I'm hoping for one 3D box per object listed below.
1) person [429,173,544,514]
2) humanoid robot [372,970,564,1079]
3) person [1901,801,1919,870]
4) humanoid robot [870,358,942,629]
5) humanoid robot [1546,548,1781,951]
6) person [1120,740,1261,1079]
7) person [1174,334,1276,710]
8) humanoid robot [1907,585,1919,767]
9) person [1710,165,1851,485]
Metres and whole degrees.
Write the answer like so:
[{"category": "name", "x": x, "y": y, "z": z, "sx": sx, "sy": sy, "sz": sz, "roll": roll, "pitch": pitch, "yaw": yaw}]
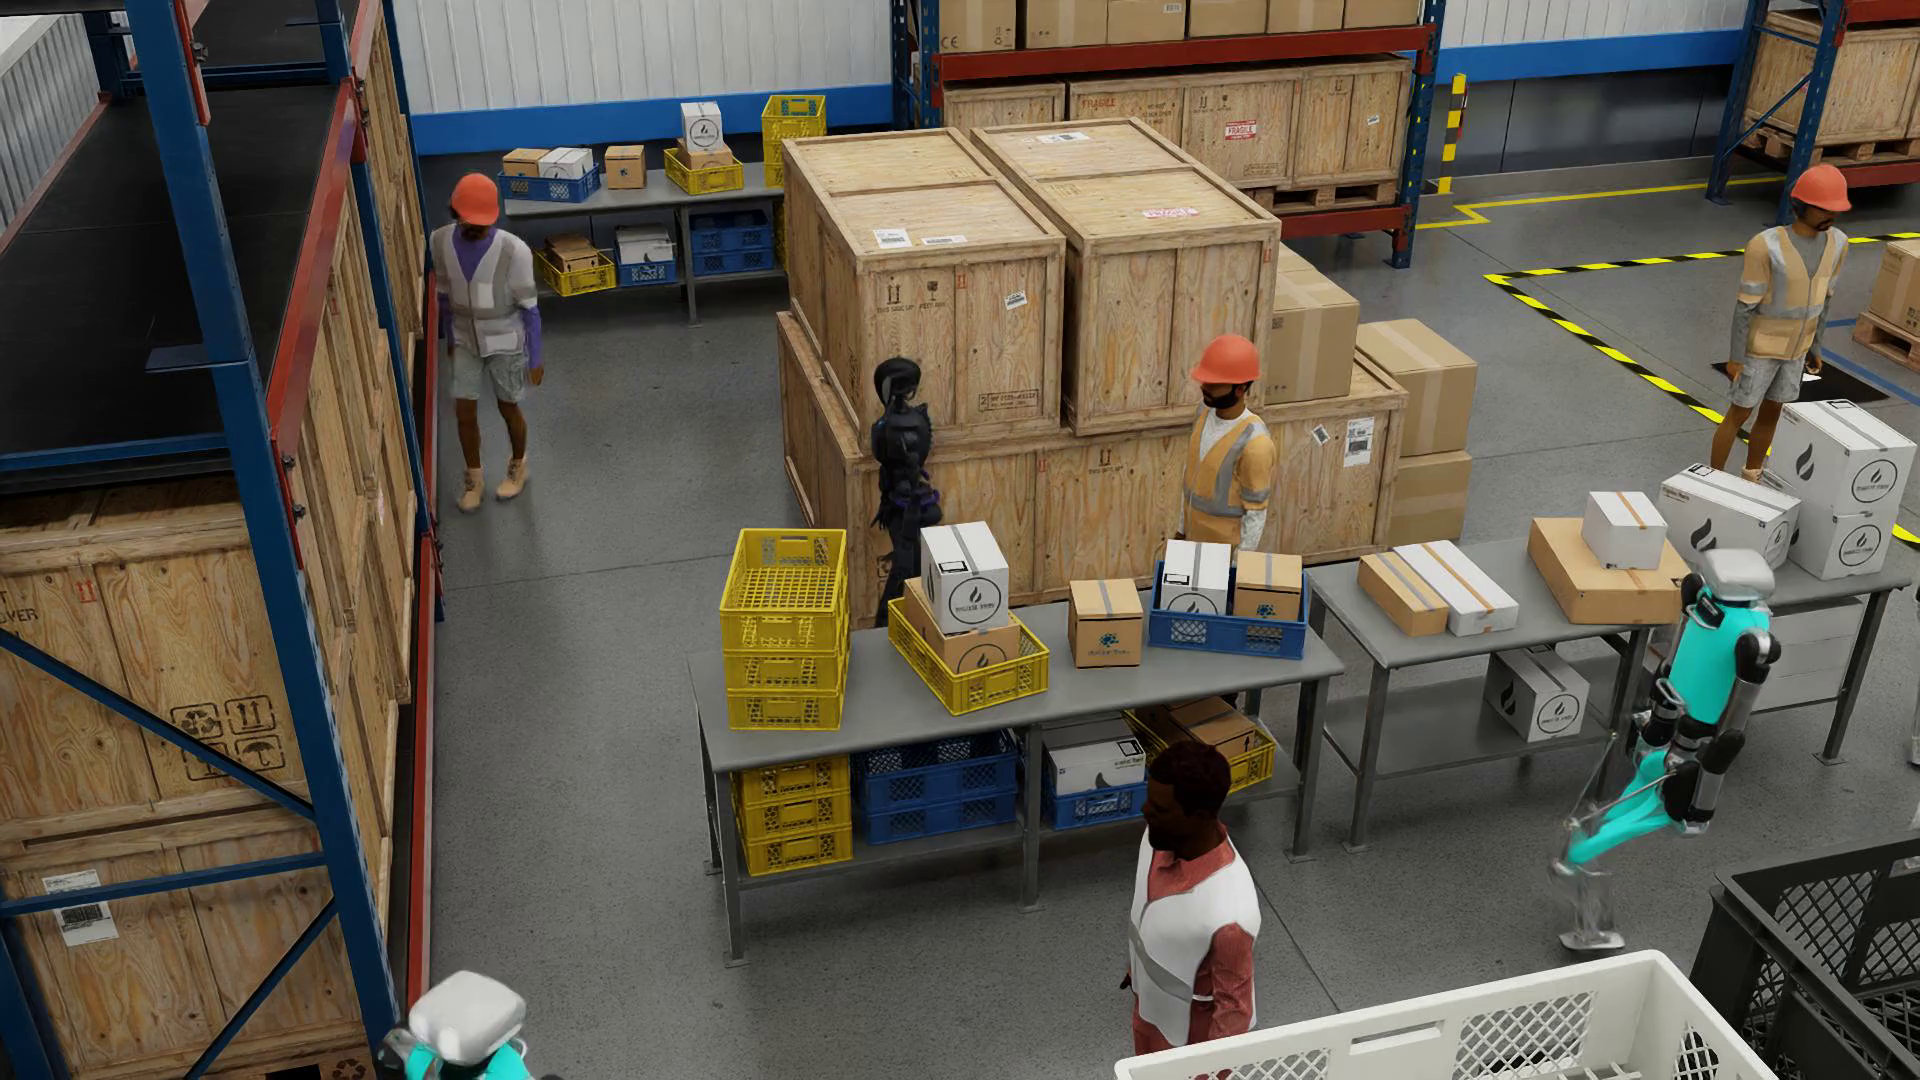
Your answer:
[{"category": "person", "x": -2.622, "y": -1.081, "z": 9.283, "sx": 0.650, "sy": 1.999, "sz": 0.660, "roll": 5, "pitch": 29, "yaw": 9}, {"category": "humanoid robot", "x": -1.066, "y": 1.719, "z": 4.464, "sx": 0.552, "sy": 1.758, "sz": 0.770, "roll": 12, "pitch": 31, "yaw": 20}, {"category": "person", "x": 4.031, "y": 0.635, "z": 6.334, "sx": 0.429, "sy": 1.844, "sz": 0.621, "roll": -20, "pitch": 34, "yaw": -31}, {"category": "humanoid robot", "x": -0.321, "y": -0.096, "z": 7.839, "sx": 0.634, "sy": 1.637, "sz": 0.591, "roll": -8, "pitch": 30, "yaw": -14}, {"category": "humanoid robot", "x": 2.412, "y": 0.873, "z": 6.068, "sx": 0.748, "sy": 1.831, "sz": 0.535, "roll": -1, "pitch": 29, "yaw": -3}, {"category": "person", "x": 0.651, "y": 1.389, "z": 4.886, "sx": 0.379, "sy": 1.917, "sz": 0.596, "roll": -7, "pitch": 30, "yaw": -13}, {"category": "person", "x": 1.129, "y": -0.007, "z": 7.397, "sx": 0.348, "sy": 1.942, "sz": 0.544, "roll": -13, "pitch": 31, "yaw": -22}, {"category": "humanoid robot", "x": 4.449, "y": 0.241, "z": 7.201, "sx": 0.545, "sy": 1.842, "sz": 0.656, "roll": 17, "pitch": 33, "yaw": 28}, {"category": "person", "x": 4.548, "y": -1.073, "z": 9.230, "sx": 0.608, "sy": 2.042, "sz": 0.378, "roll": -8, "pitch": 30, "yaw": -14}]
